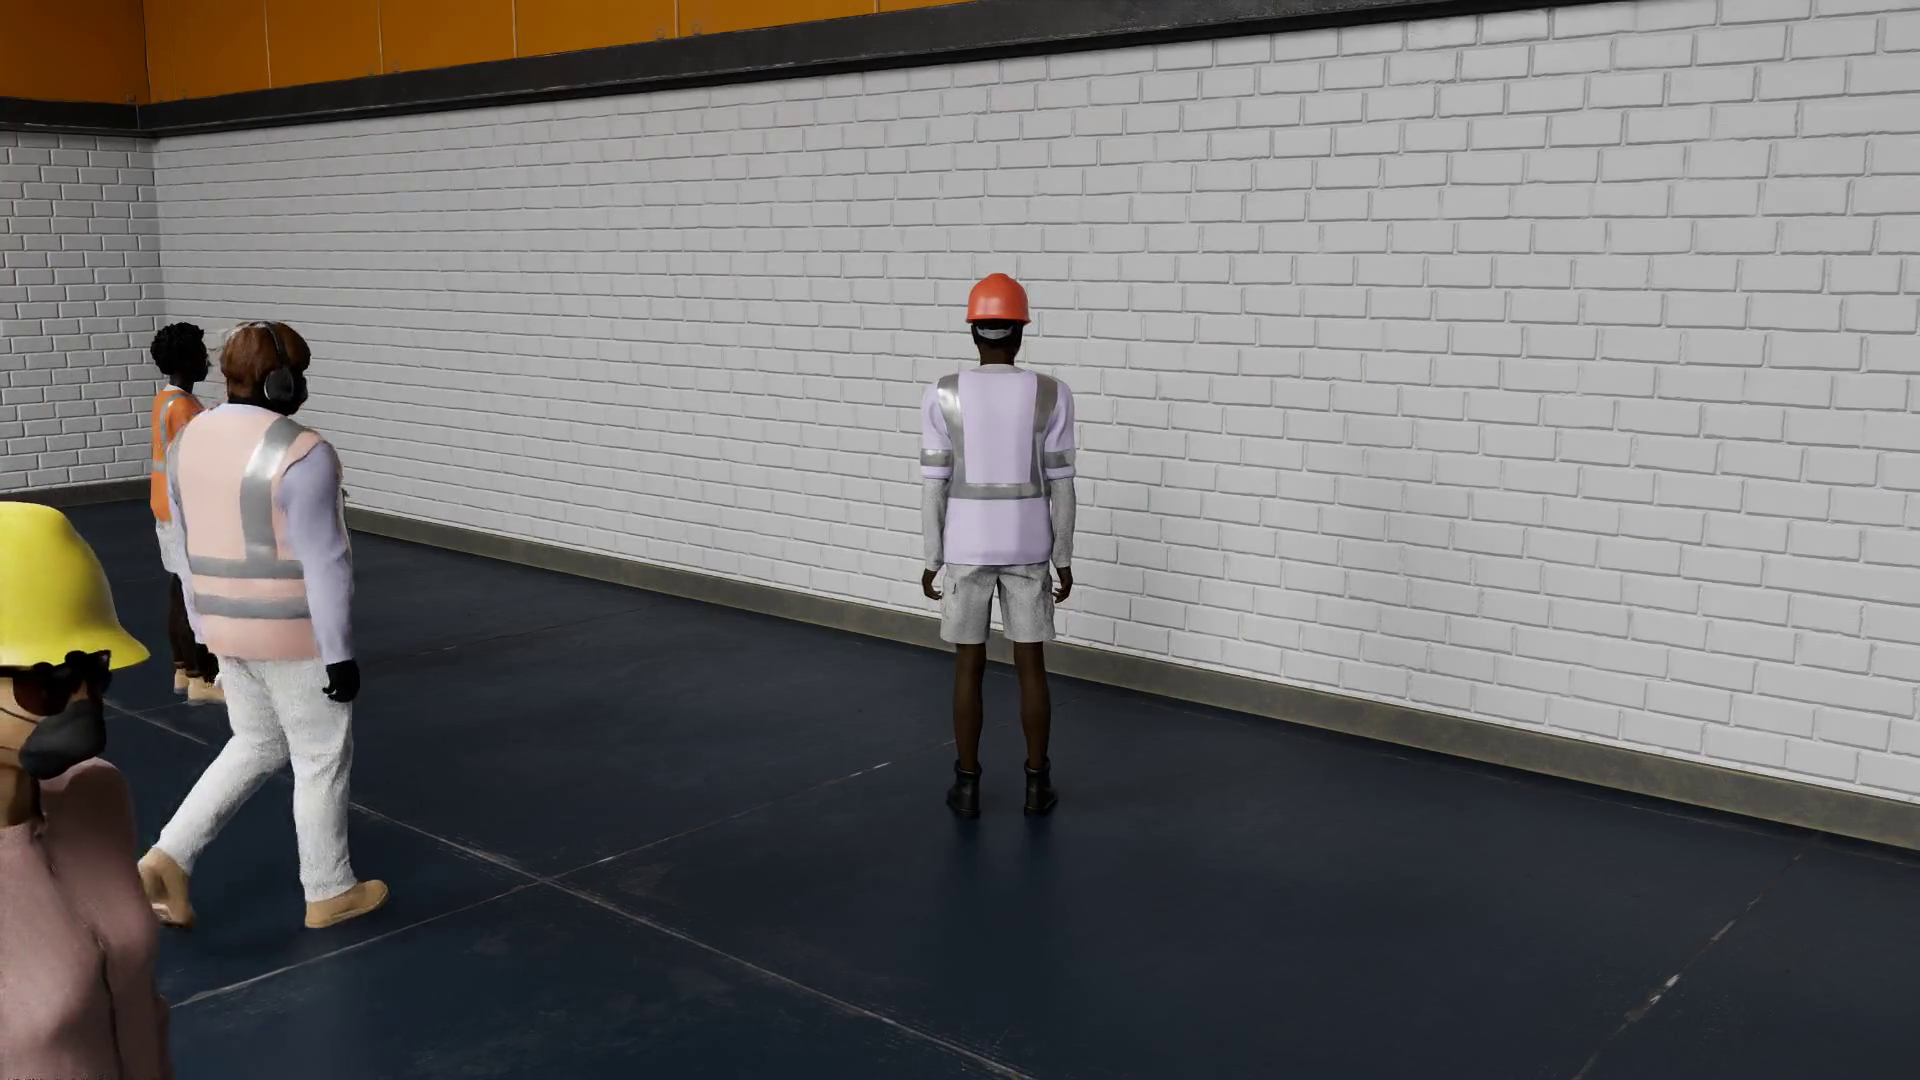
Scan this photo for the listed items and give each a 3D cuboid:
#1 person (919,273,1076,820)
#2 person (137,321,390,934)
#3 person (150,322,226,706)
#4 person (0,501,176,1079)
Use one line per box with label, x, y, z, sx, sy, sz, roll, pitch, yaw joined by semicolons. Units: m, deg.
person;0.132;0.029;5.919;0.552;1.932;0.377;0;10;-1
person;-2.027;0.285;4.789;0.633;1.822;0.650;6;12;31
person;-3.425;-0.116;7.417;0.319;1.697;0.532;-7;12;-34
person;-1.011;0.829;1.859;0.329;1.762;0.527;0;10;1
